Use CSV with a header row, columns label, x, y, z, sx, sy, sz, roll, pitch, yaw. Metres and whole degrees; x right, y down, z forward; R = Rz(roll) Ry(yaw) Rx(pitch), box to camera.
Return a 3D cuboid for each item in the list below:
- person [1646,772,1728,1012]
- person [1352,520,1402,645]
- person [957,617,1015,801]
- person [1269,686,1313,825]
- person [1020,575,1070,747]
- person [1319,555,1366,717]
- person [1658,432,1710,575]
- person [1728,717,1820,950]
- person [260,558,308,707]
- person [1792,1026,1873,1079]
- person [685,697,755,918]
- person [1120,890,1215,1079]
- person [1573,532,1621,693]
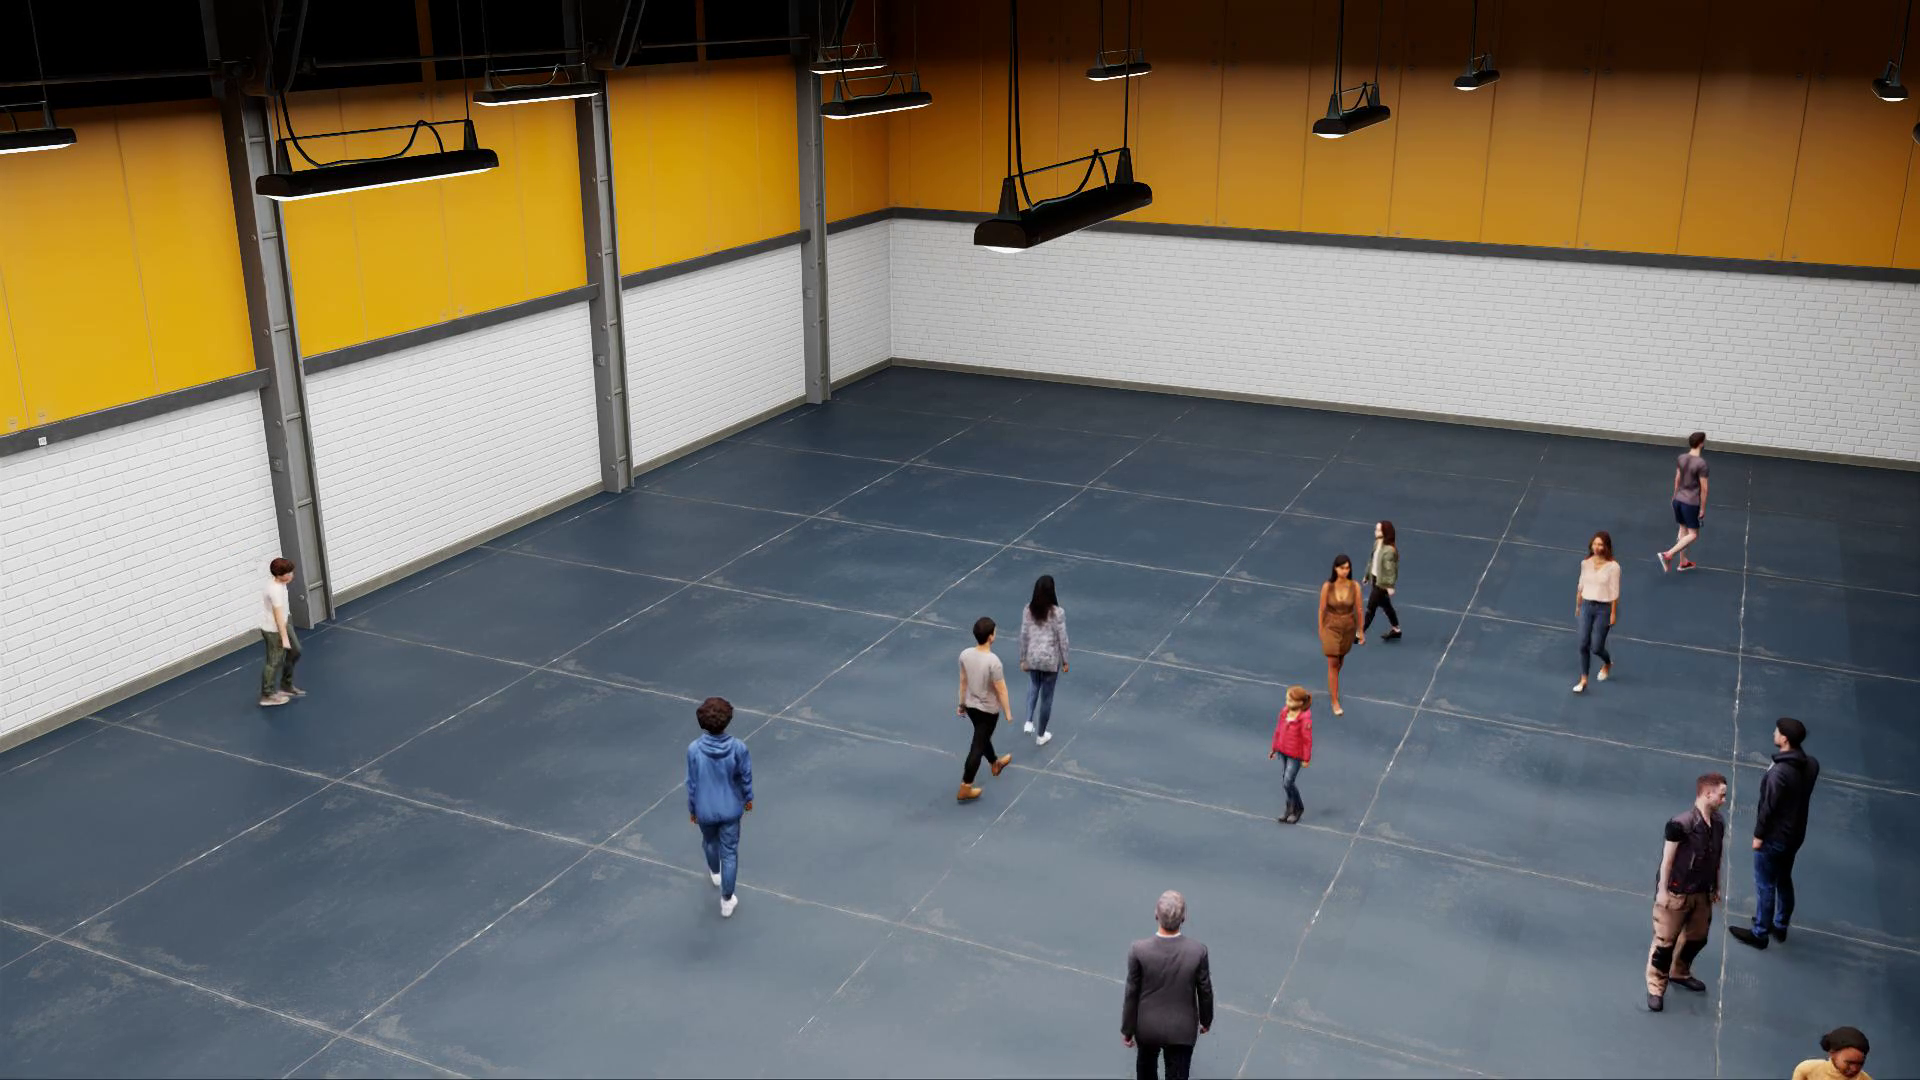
label,x,y,z,sx,sy,sz,roll,pitch,yaw
person,5.245,2.535,12.076,0.817,1.820,0.870,-1,19,-3
person,4.815,0.495,18.739,0.982,1.432,1.023,-2,19,-6
person,0.144,1.566,15.172,0.856,1.680,1.171,17,25,40
person,2.994,1.892,14.787,0.653,1.308,0.608,-11,21,-29
person,0.773,1.197,16.205,0.623,1.721,0.592,10,21,28
person,3.887,0.937,17.107,0.895,1.637,1.157,0,19,-1
person,9.102,-0.442,20.891,1.101,1.835,1.016,-8,20,-23
person,6.326,2.254,12.802,0.722,1.889,0.828,-11,22,-30
person,-7.092,0.949,17.112,0.878,1.611,0.836,-6,19,-17
person,4.954,3.460,9.609,0.635,1.641,0.633,11,22,30
person,-1.929,2.156,13.258,0.927,1.784,1.090,0,19,0
person,1.301,3.105,10.437,1.037,1.785,1.319,2,19,5
person,6.728,0.737,17.475,0.858,1.782,0.761,-15,24,-38
